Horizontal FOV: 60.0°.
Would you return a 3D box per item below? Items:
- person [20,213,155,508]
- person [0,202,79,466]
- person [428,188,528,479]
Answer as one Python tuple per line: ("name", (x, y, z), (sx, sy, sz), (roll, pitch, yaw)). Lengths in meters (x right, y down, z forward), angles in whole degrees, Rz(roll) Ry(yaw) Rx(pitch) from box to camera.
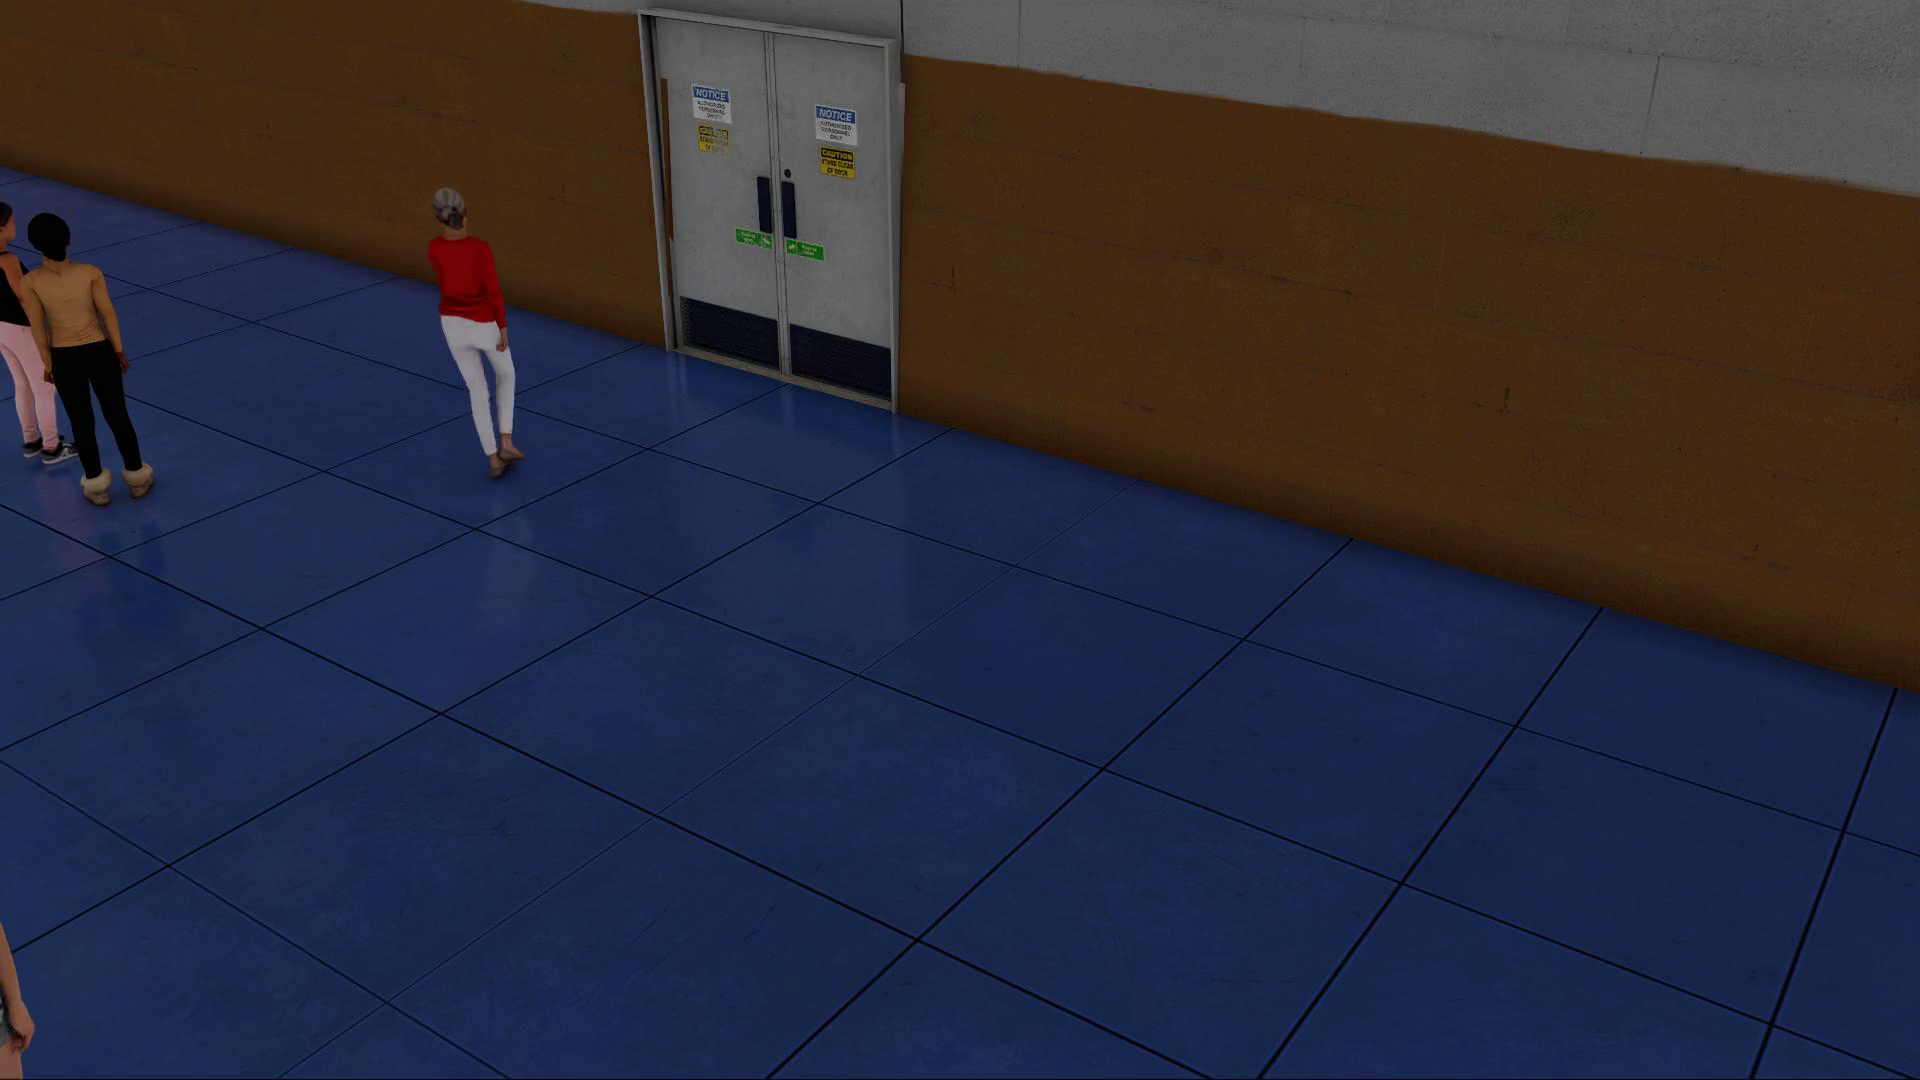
("person", (-4.812, -0.993, 9.131), (0.636, 1.660, 0.735), (-14, 30, -26))
("person", (-5.460, -1.195, 9.638), (0.538, 1.560, 0.534), (14, 30, 26))
("person", (-2.767, -1.118, 9.362), (0.671, 1.673, 0.722), (3, 27, 6))
